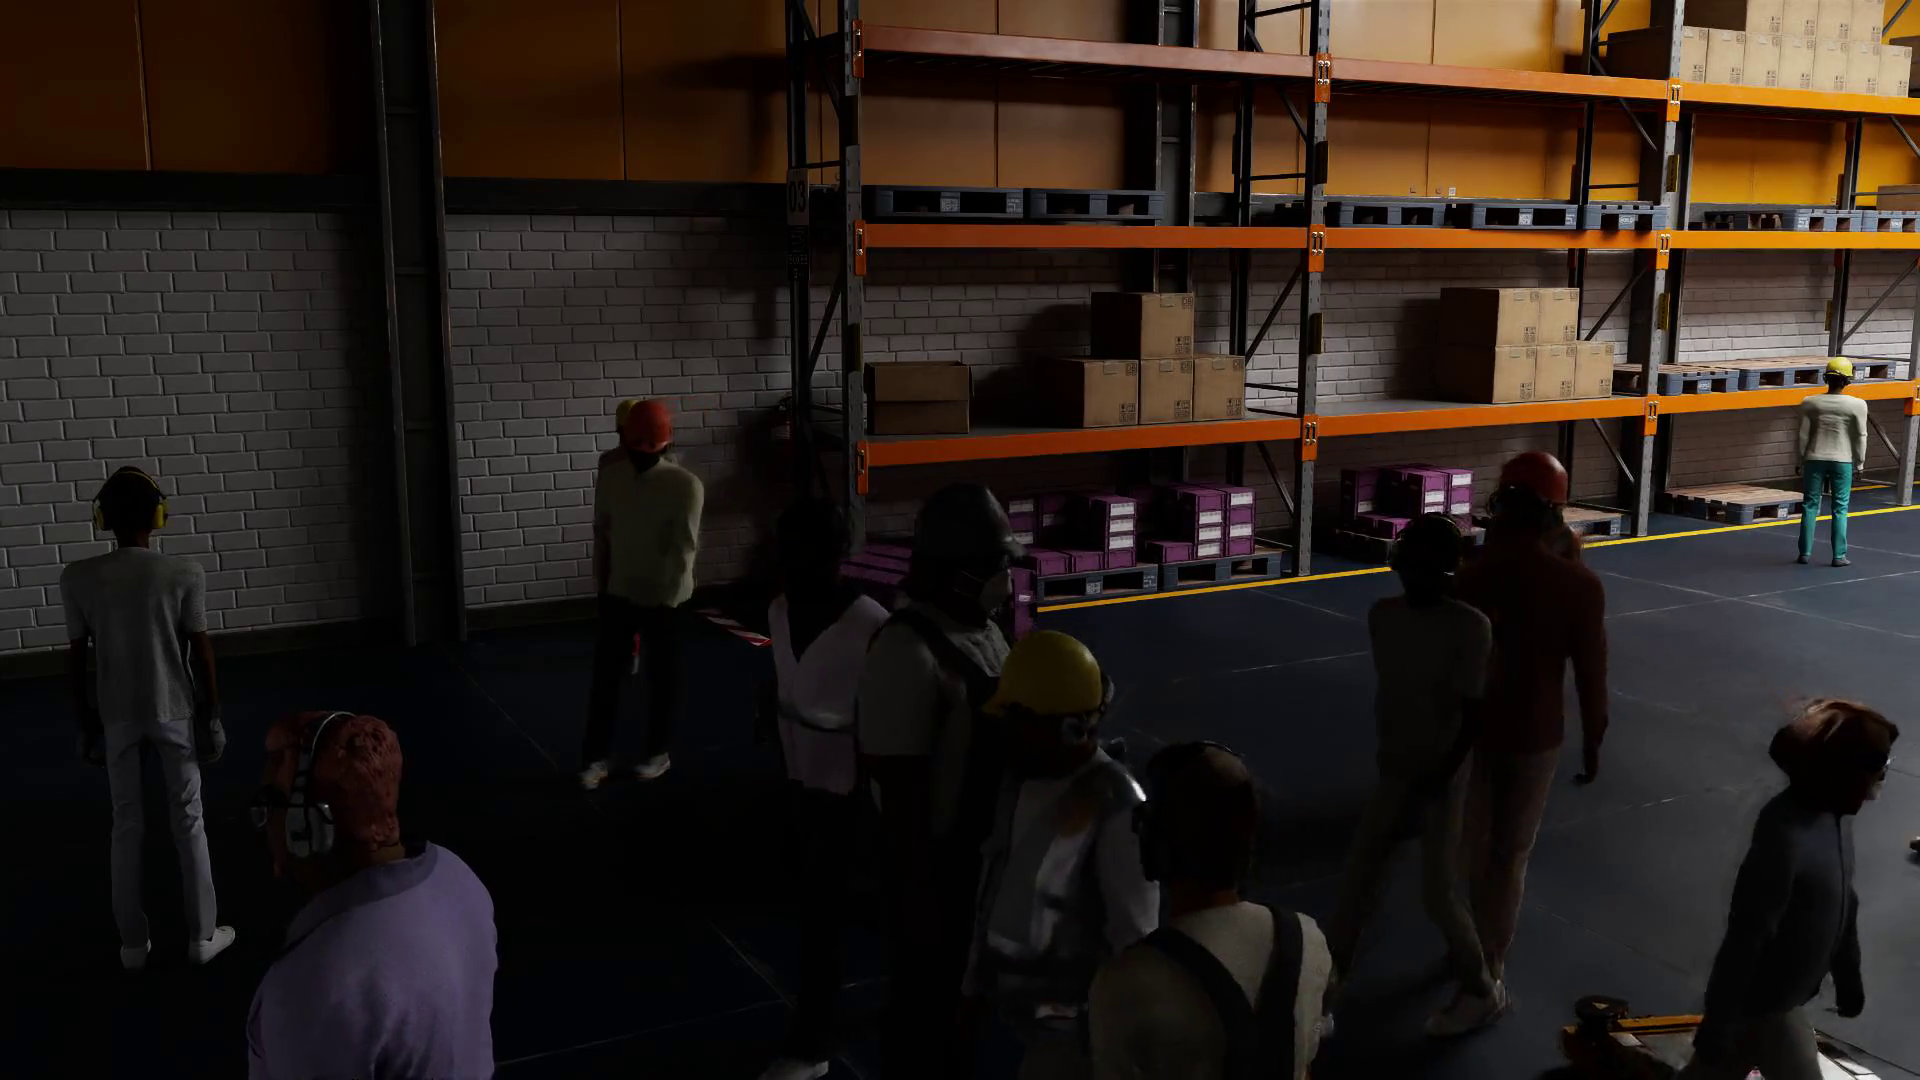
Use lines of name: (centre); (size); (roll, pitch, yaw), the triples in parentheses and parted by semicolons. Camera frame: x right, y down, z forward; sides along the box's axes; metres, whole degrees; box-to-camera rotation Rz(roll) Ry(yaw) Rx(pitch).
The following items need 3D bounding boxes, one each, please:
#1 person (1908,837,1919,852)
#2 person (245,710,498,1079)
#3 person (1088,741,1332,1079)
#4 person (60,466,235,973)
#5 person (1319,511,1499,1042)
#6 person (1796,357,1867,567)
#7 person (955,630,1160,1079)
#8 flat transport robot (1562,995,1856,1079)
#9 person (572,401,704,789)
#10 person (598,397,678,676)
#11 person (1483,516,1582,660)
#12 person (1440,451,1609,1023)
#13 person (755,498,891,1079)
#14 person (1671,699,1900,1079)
person: (4.438, 0.599, 7.051); (0.657, 1.662, 0.549); (-1, 10, -6)
person: (-0.996, 1.218, 2.880); (0.410, 1.894, 0.660); (0, 10, 1)
person: (0.365, 1.229, 2.996); (0.533, 1.819, 0.709); (-6, 11, -30)
person: (-2.983, 0.661, 6.126); (0.524, 1.872, 0.325); (-2, 10, -14)
person: (1.491, 0.804, 5.477); (0.796, 1.821, 0.501); (-8, 13, -38)
person: (7.330, -0.657, 14.015); (0.533, 1.767, 0.321); (7, 12, 36)
person: (0.204, 1.085, 3.937); (0.897, 1.782, 0.599); (-4, 10, -20)
flat transport robot: (2.390, 1.693, 4.789); (0.652, 0.197, 1.431); (-1, 10, -7)
person: (-1.557, 0.284, 8.120); (0.652, 1.932, 0.732); (3, 10, 16)
person: (-2.009, -0.056, 10.583); (0.540, 1.746, 0.629); (0, 10, 1)
person: (2.824, 0.423, 8.214); (0.646, 1.617, 0.521); (-8, 12, -38)
person: (1.989, 0.655, 5.932); (0.641, 1.948, 0.973); (7, 12, 34)
person: (-0.354, 0.782, 5.410); (0.866, 1.889, 0.591); (-9, 13, -40)
person: (2.063, 1.143, 4.191); (0.878, 1.579, 0.556); (8, 13, 40)
